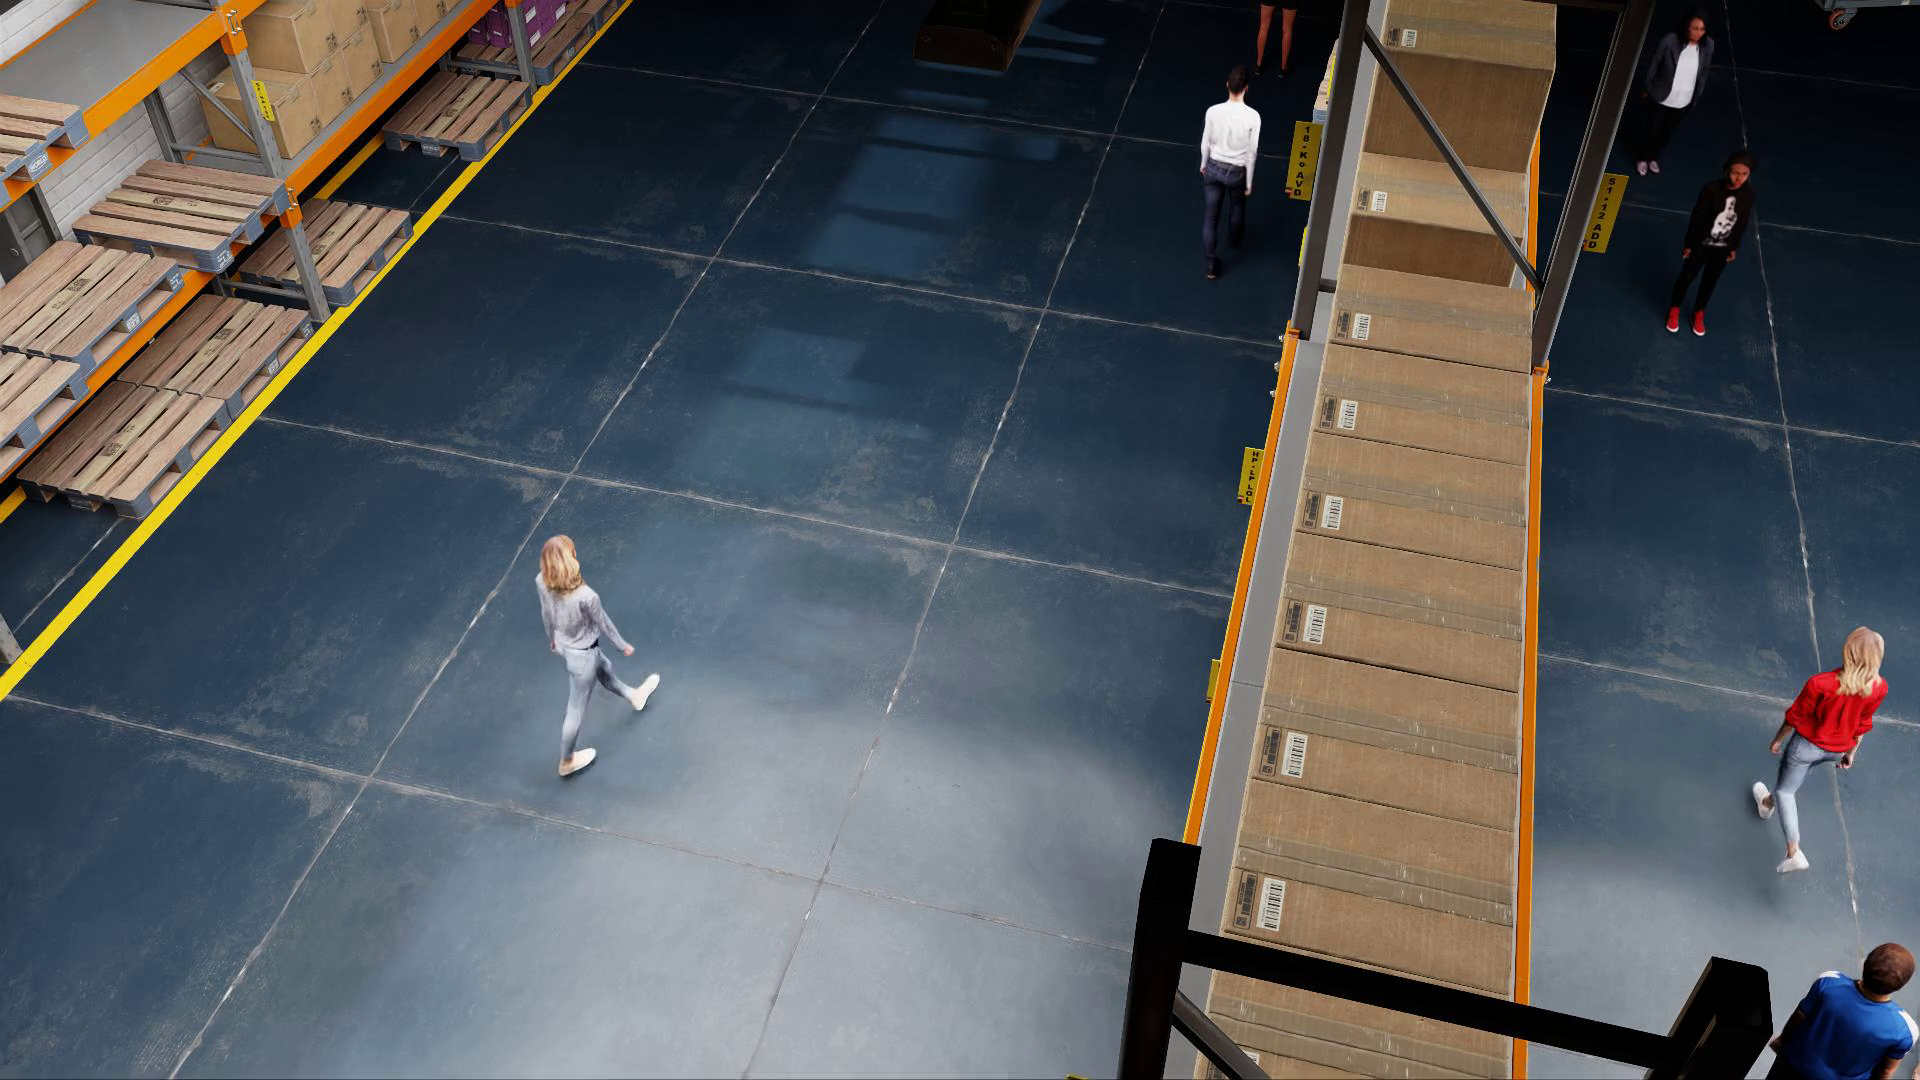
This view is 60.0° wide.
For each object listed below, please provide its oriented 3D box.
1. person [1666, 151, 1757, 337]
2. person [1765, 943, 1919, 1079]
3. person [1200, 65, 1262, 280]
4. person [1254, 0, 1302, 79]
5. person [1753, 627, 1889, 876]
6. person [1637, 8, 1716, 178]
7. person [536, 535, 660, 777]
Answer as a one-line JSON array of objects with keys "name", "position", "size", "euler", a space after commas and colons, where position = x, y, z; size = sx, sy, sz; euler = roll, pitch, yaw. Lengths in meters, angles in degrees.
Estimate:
[{"name": "person", "position": [6.061, -2.412, 13.402], "size": [0.607, 1.672, 0.561], "euler": [5, 44, 6]}, {"name": "person", "position": [4.195, 2.538, 8.065], "size": [0.739, 1.868, 0.717], "euler": [29, 51, 27]}, {"name": "person", "position": [2.210, -3.022, 13.918], "size": [0.683, 1.844, 1.044], "euler": [13, 45, 13]}, {"name": "person", "position": [3.201, -5.463, 16.555], "size": [0.607, 1.741, 0.519], "euler": [14, 45, 14]}, {"name": "person", "position": [4.960, 1.248, 9.559], "size": [0.784, 1.675, 1.103], "euler": [1, 44, 1]}, {"name": "person", "position": [6.523, -4.136, 15.273], "size": [0.759, 1.588, 0.744], "euler": [0, 44, 0]}, {"name": "person", "position": [-2.354, 0.756, 10.022], "size": [0.924, 1.749, 1.216], "euler": [30, 51, 27]}]
